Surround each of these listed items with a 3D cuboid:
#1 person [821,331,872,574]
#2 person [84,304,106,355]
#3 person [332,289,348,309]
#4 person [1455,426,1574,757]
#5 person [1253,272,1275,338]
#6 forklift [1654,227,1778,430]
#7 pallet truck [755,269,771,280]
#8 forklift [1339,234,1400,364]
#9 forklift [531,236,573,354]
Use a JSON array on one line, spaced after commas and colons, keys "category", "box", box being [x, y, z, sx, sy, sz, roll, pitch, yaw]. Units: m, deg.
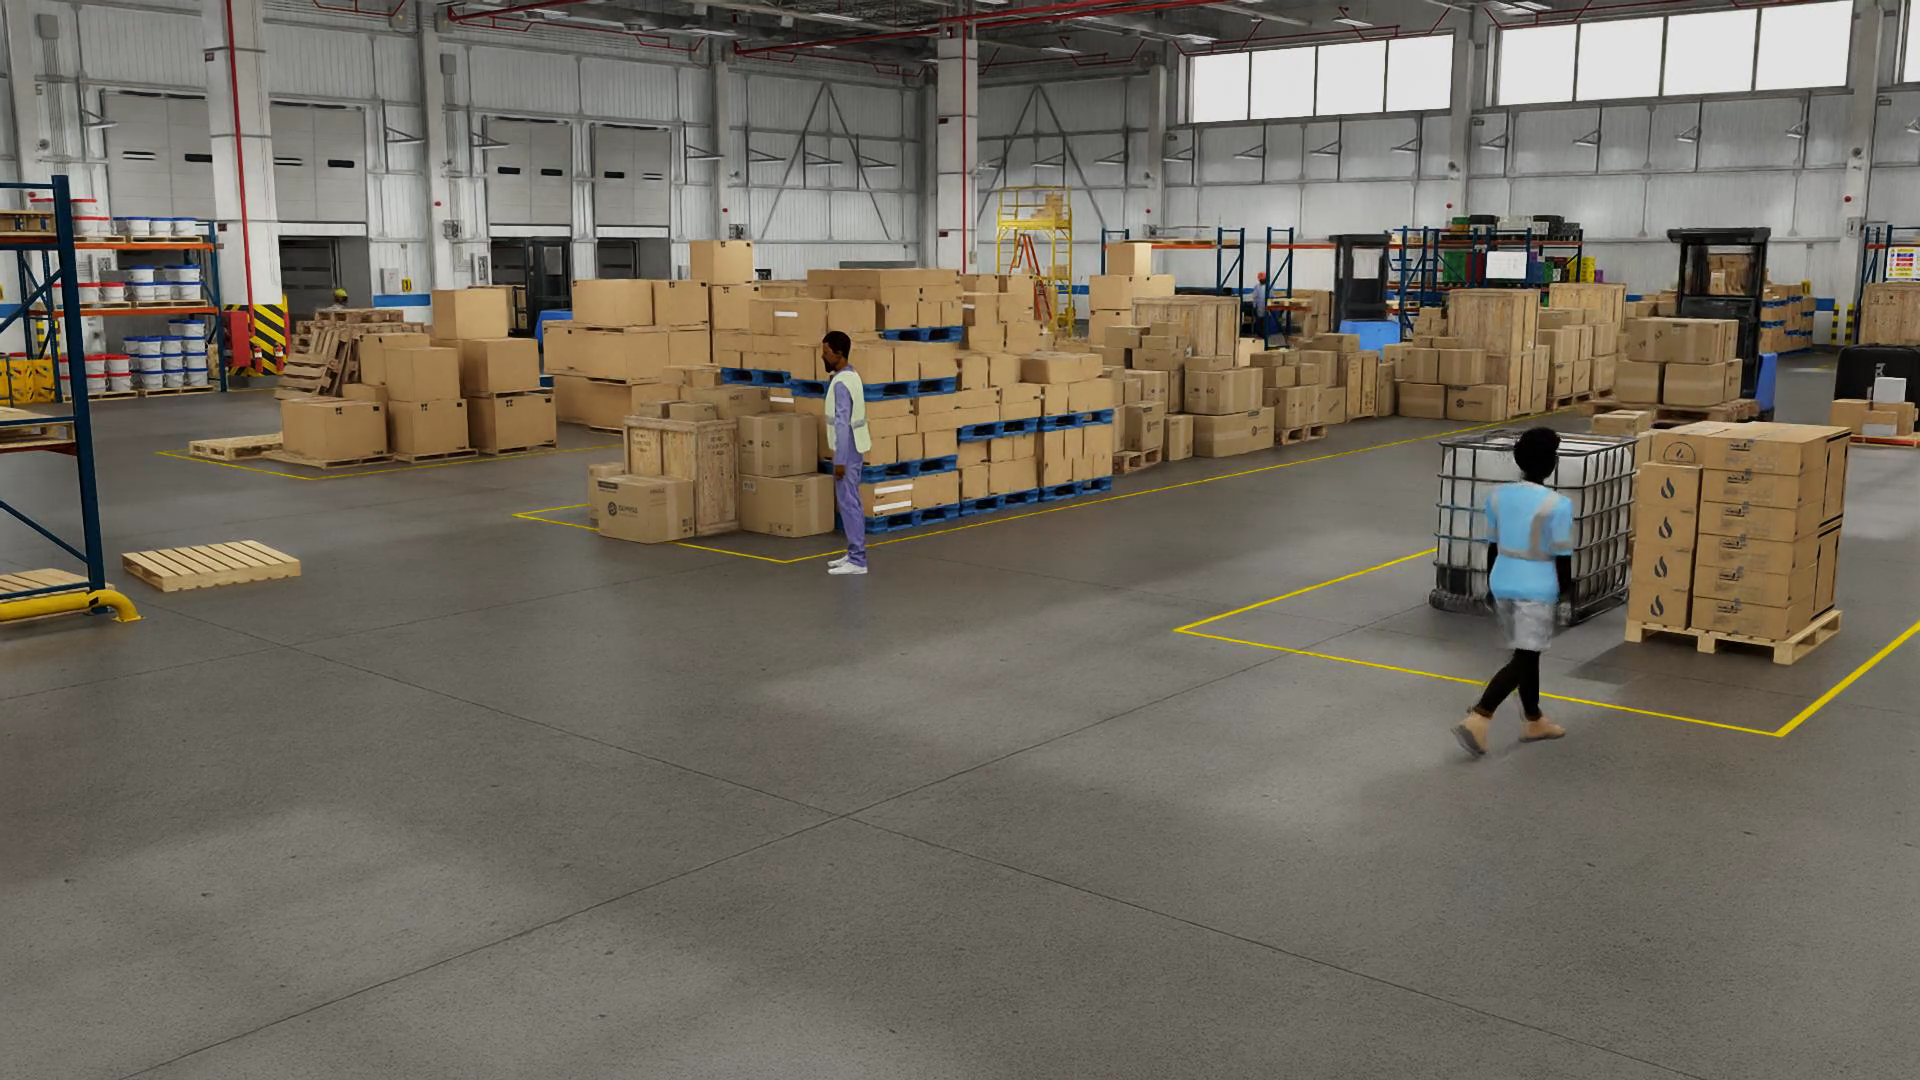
[{"category": "person", "box": [-0.888, -0.683, 13.065, 0.385, 1.908, 0.585, 0, 10, 0]}, {"category": "person", "box": [-17.295, -4.170, 33.066, 0.600, 1.845, 0.904, 8, 13, 38]}, {"category": "person", "box": [-12.863, -4.333, 34.383, 0.740, 1.720, 0.491, 2, 10, 9]}, {"category": "person", "box": [2.807, 0.259, 8.364, 0.786, 1.671, 0.536, -5, 11, -25]}, {"category": "person", "box": [8.635, -6.664, 47.247, 0.606, 1.875, 0.992, 3, 10, 18]}, {"category": "forklift", "box": [10.537, -2.905, 22.930, 1.129, 2.768, 1.873, 8, 13, 39]}, {"category": "pallet truck", "box": [-4.996, -6.432, 45.525, 1.885, 1.965, 0.823, -6, 12, -32]}, {"category": "forklift", "box": [8.239, -4.823, 33.851, 1.129, 2.768, 1.873, 0, 10, -1]}, {"category": "forklift", "box": [-9.601, -5.790, 39.356, 1.873, 2.768, 1.129, 8, 13, 40]}]
